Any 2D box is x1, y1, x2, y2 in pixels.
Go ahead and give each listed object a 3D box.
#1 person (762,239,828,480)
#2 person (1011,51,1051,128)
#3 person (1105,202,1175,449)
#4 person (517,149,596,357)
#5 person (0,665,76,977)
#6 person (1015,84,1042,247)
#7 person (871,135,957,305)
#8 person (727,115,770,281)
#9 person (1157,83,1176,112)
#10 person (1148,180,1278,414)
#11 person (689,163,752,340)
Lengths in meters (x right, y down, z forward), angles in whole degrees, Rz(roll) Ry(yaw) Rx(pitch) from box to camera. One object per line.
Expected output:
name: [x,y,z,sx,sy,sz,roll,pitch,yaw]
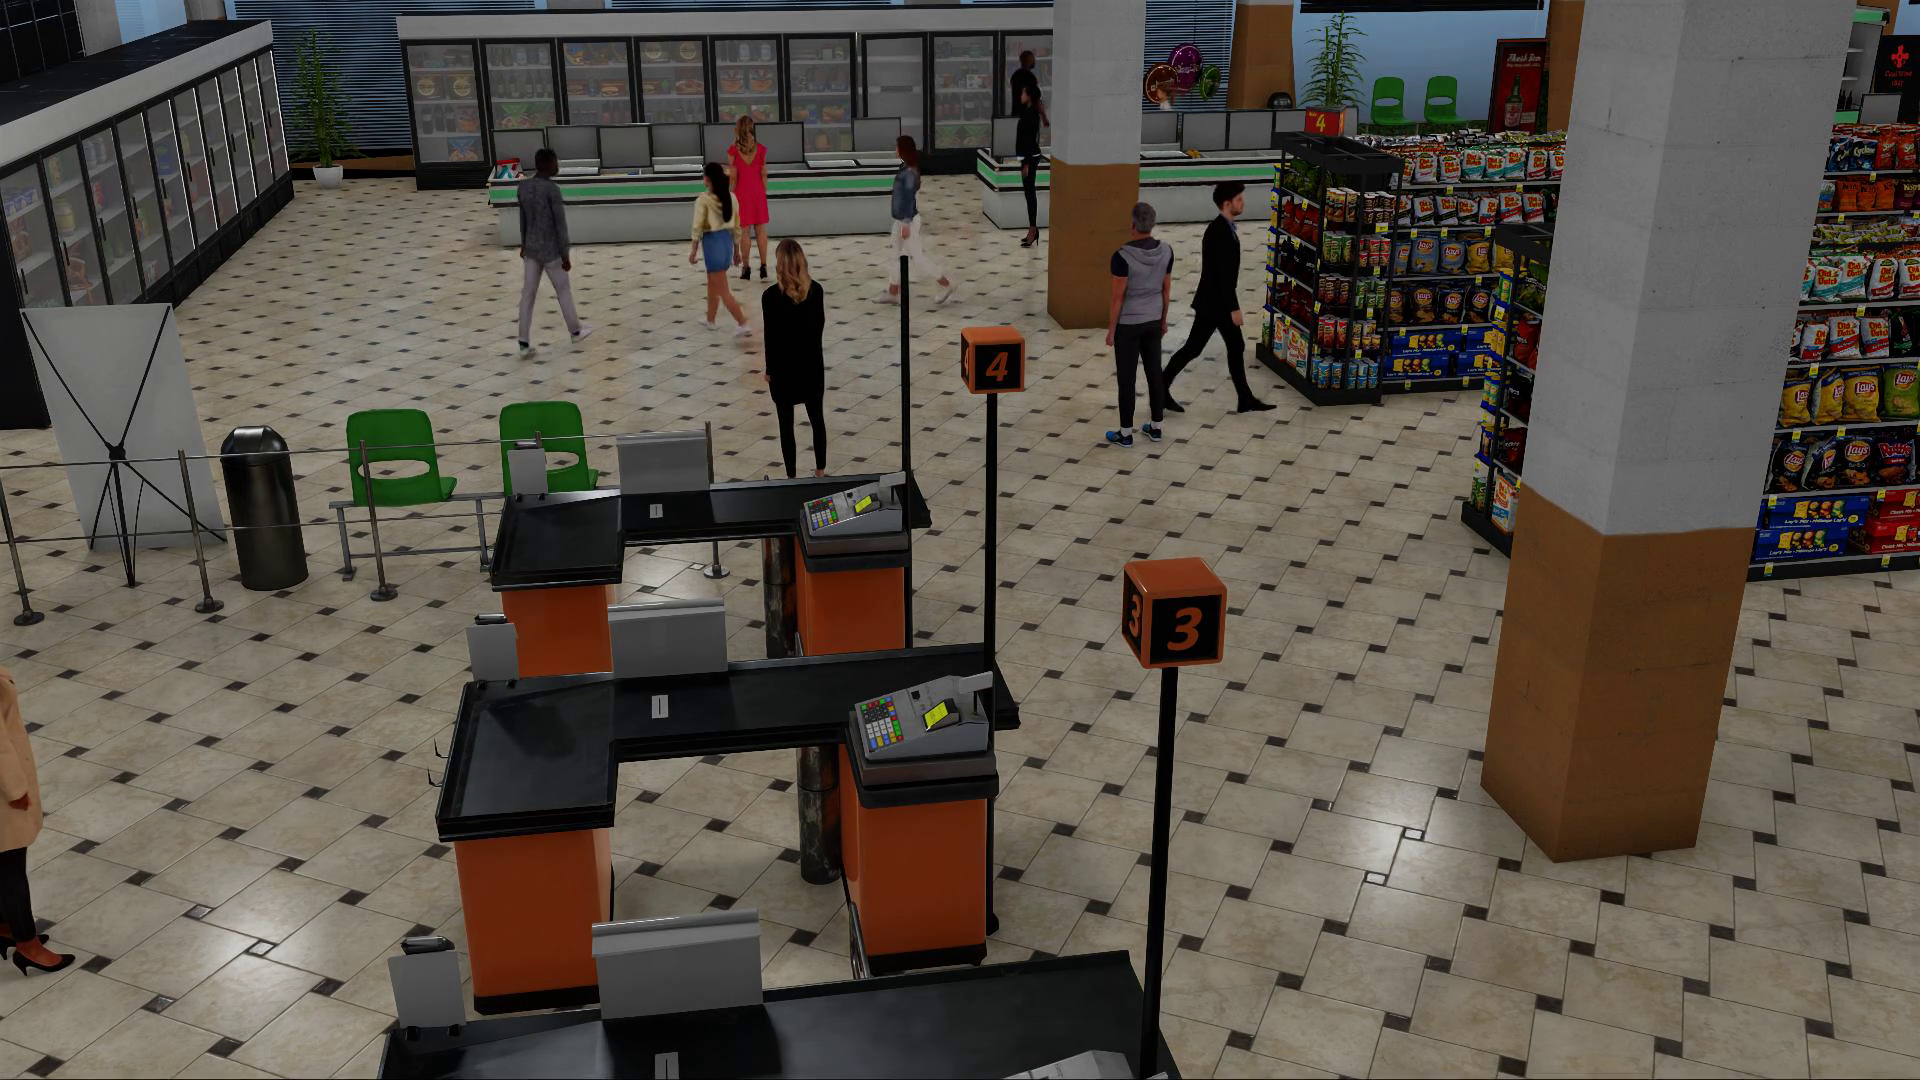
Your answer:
person: [-1.124,-1.173,11.439,0.581,1.801,0.729,-12,25,-28]
person: [0.808,-5.792,22.956,1.114,1.784,0.809,-8,23,-20]
person: [1.352,-1.616,12.506,0.627,1.827,0.820,-12,25,-26]
person: [-3.751,-2.524,14.817,1.209,1.788,1.225,9,24,21]
person: [-3.749,0.912,6.408,0.719,1.682,0.739,20,29,40]
person: [0.806,-4.346,19.291,0.619,1.834,0.669,3,22,6]
person: [-0.429,-3.134,16.490,1.062,1.674,0.627,-3,22,-8]
person: [-2.236,-3.640,17.675,0.513,1.728,0.654,-7,23,-16]
person: [2.903,-5.817,23.652,0.546,1.312,0.529,1,22,2]
person: [1.913,-1.851,13.069,1.349,1.843,1.053,5,23,13]
person: [-2.192,-2.626,15.328,1.117,1.597,1.121,18,28,38]
